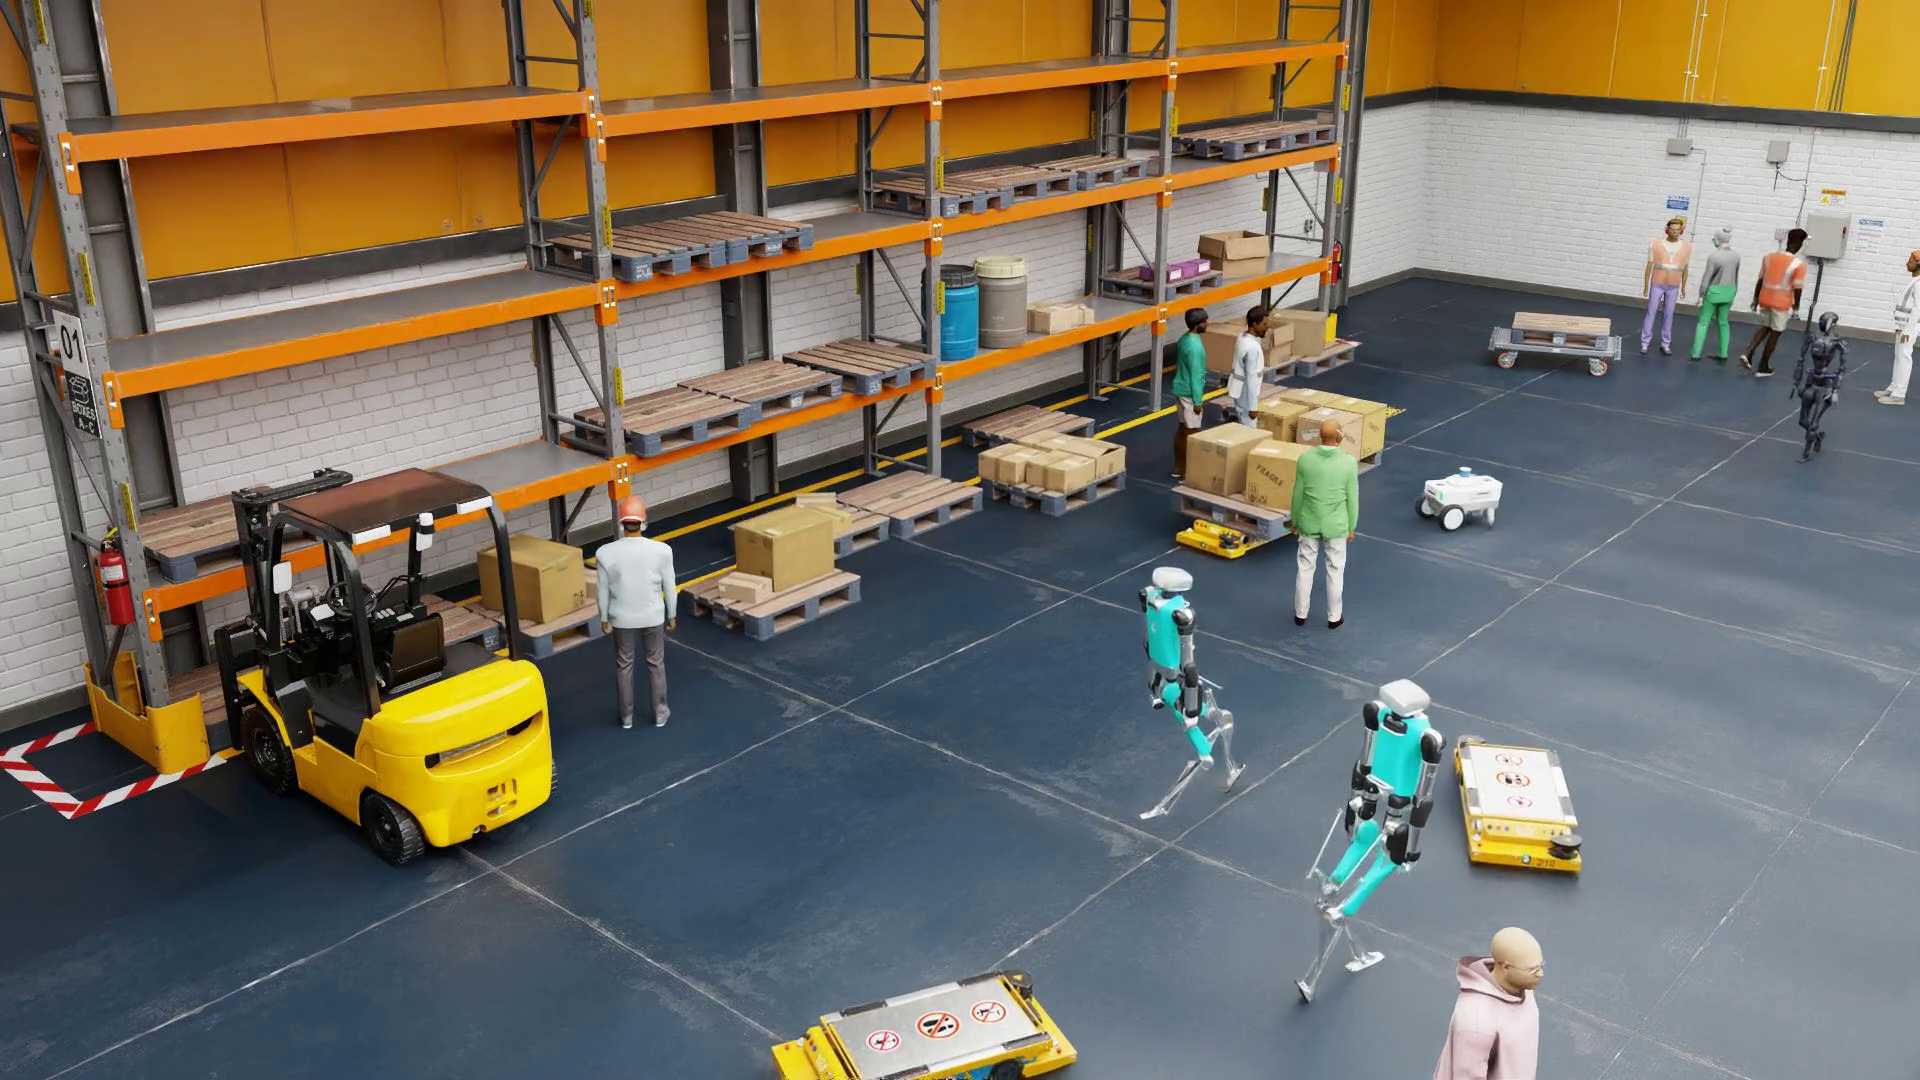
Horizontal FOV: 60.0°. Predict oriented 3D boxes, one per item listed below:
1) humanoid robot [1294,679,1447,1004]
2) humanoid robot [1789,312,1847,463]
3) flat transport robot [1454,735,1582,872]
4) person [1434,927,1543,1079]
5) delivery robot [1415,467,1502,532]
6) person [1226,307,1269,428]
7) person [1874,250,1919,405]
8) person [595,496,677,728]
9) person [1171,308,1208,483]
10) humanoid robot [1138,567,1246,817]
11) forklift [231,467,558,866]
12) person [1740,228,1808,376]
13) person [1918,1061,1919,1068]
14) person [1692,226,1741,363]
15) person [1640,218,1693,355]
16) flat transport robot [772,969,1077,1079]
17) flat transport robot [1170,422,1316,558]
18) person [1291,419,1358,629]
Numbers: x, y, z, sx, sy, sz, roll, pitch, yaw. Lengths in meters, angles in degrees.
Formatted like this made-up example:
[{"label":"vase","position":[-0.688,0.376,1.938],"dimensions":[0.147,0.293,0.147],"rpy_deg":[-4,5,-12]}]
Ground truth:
[{"label":"humanoid robot","position":[2.092,1.675,8.972],"dimensions":[0.889,1.822,0.549],"rpy_deg":[-12,23,-30]},{"label":"humanoid robot","position":[9.400,-1.682,18.106],"dimensions":[0.623,1.640,0.586],"rpy_deg":[-11,23,-27]},{"label":"flat transport robot","position":[3.639,1.708,10.922],"dimensions":[0.659,0.231,1.431],"rpy_deg":[4,21,11]},{"label":"person","position":[2.170,2.373,6.953],"dimensions":[0.408,1.775,0.526],"rpy_deg":[17,26,38]},{"label":"delivery robot","position":[4.886,-0.405,16.242],"dimensions":[0.771,0.599,0.525],"rpy_deg":[-6,21,-15]},{"label":"person","position":[2.964,-1.480,17.203],"dimensions":[0.402,1.906,0.596],"rpy_deg":[0,20,0]},{"label":"person","position":[11.513,-2.590,20.240],"dimensions":[0.356,1.882,0.573],"rpy_deg":[8,22,20]},{"label":"person","position":[-2.323,0.524,12.007],"dimensions":[0.571,1.740,0.351],"rpy_deg":[-4,21,-10]},{"label":"person","position":[2.392,-1.506,17.351],"dimensions":[0.386,1.848,0.505],"rpy_deg":[-3,21,-9]},{"label":"humanoid robot","position":[1.634,0.968,10.868],"dimensions":[0.989,1.777,0.532],"rpy_deg":[-9,22,-24]},{"label":"forklift","position":[-3.730,0.710,10.856],"dimensions":[2.313,2.155,1.214],"rpy_deg":[17,26,38]},{"label":"person","position":[10.522,-3.050,21.397],"dimensions":[0.467,1.939,0.636],"rpy_deg":[-10,22,-24]},{"label":"person","position":[5.138,1.834,8.172],"dimensions":[0.630,1.938,0.363],"rpy_deg":[-6,21,-16]},{"label":"person","position":[10.109,-3.271,22.156],"dimensions":[0.543,1.837,0.372],"rpy_deg":[-5,21,-13]},{"label":"person","position":[9.592,-3.454,22.627],"dimensions":[0.563,1.849,0.391],"rpy_deg":[3,21,9]},{"label":"flat transport robot","position":[-0.184,2.600,8.507],"dimensions":[1.431,0.231,0.659],"rpy_deg":[-9,22,-22]},{"label":"flat transport robot","position":[2.783,-0.152,15.964],"dimensions":[1.431,0.231,0.659],"rpy_deg":[-18,27,-40]},{"label":"person","position":[2.997,-0.130,13.719],"dimensions":[0.541,1.781,0.385],"rpy_deg":[7,21,18]}]
